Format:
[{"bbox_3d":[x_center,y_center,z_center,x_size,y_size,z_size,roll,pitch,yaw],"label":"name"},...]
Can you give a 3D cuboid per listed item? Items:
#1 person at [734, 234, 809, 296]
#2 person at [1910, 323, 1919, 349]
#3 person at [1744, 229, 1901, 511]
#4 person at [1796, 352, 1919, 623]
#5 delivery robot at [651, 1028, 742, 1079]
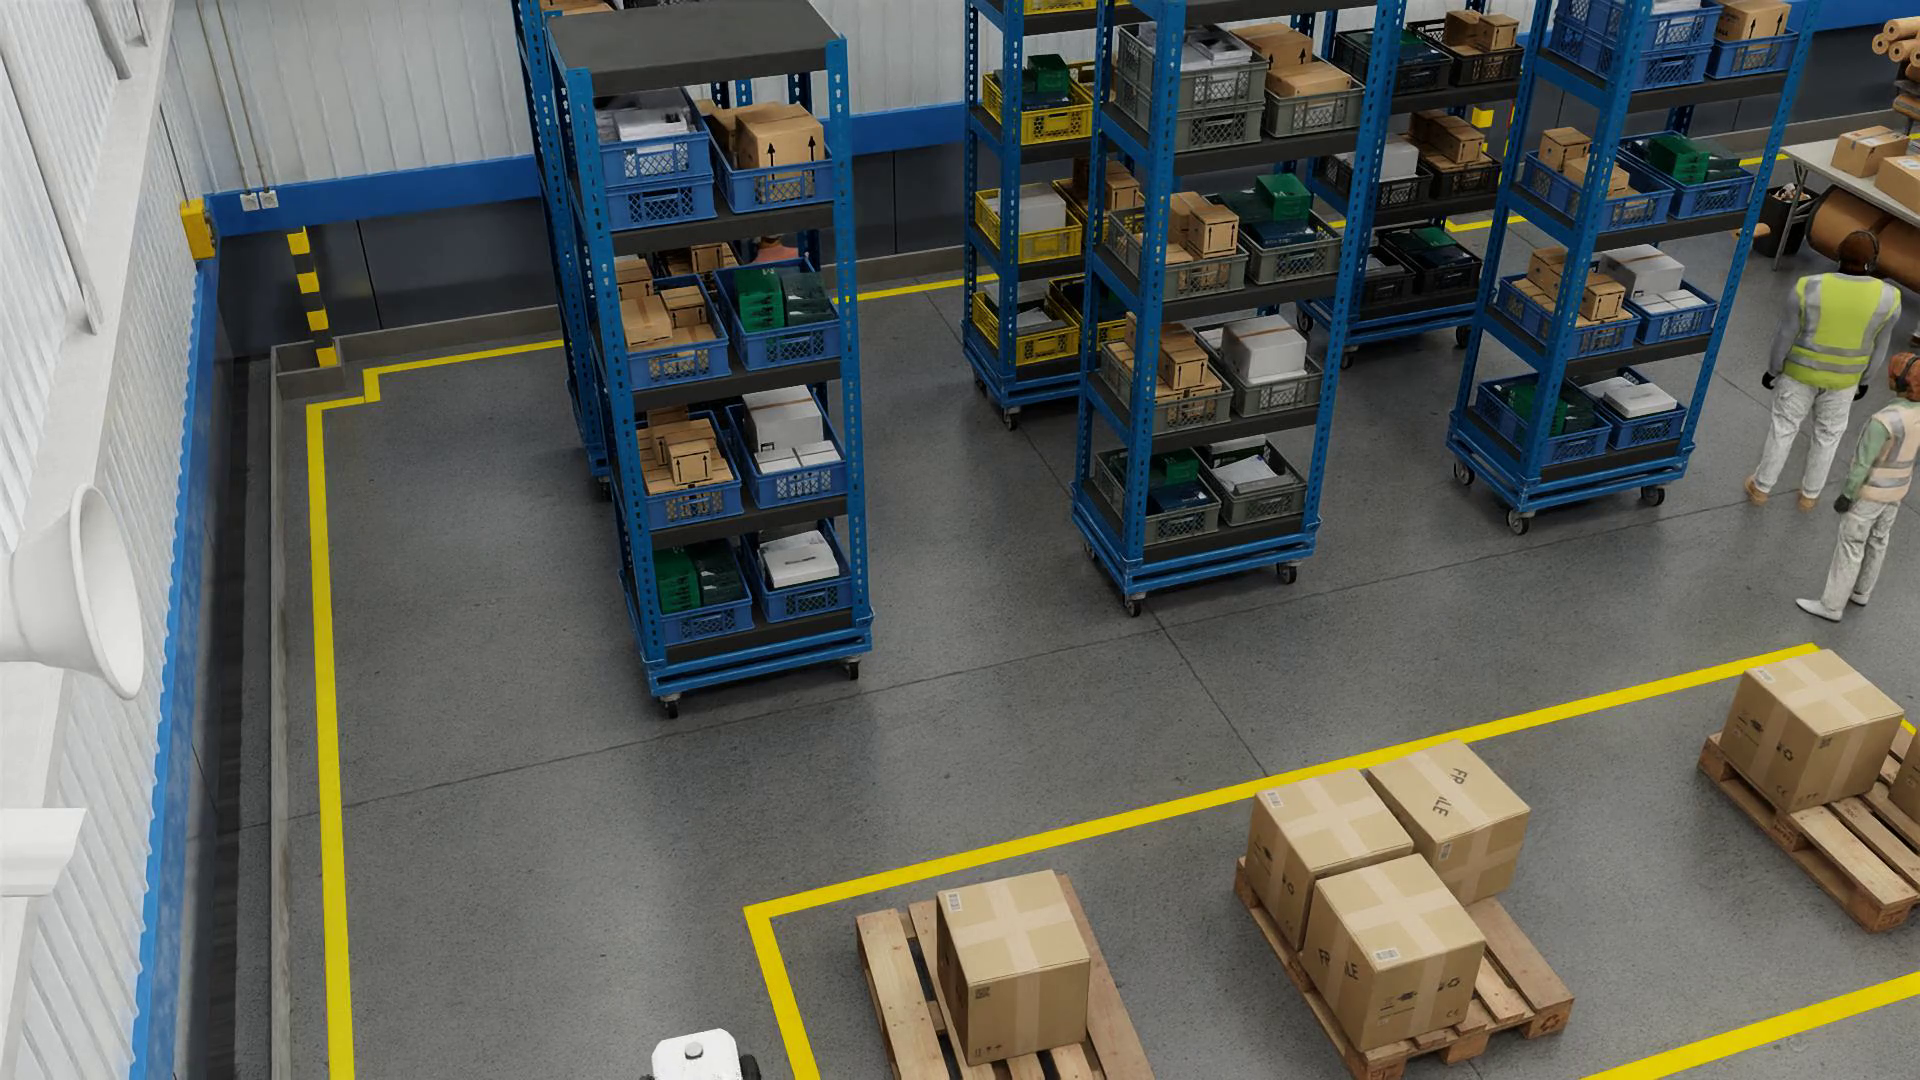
[{"bbox_3d":[-1.142,-1.172,10.222,0.624,1.984,0.413,-30,45,-35],"label":"person"},{"bbox_3d":[7.136,-2.125,11.619,0.369,1.931,0.630,5,36,7],"label":"person"},{"bbox_3d":[5.235,-1.019,10.128,0.620,1.840,0.430,11,37,15],"label":"person"},{"bbox_3d":[5.097,-0.289,9.272,0.510,1.630,0.317,-21,40,-27],"label":"person"},{"bbox_3d":[-0.995,2.270,6.491,0.477,0.478,0.707,-9,36,-12],"label":"delivery robot"}]
